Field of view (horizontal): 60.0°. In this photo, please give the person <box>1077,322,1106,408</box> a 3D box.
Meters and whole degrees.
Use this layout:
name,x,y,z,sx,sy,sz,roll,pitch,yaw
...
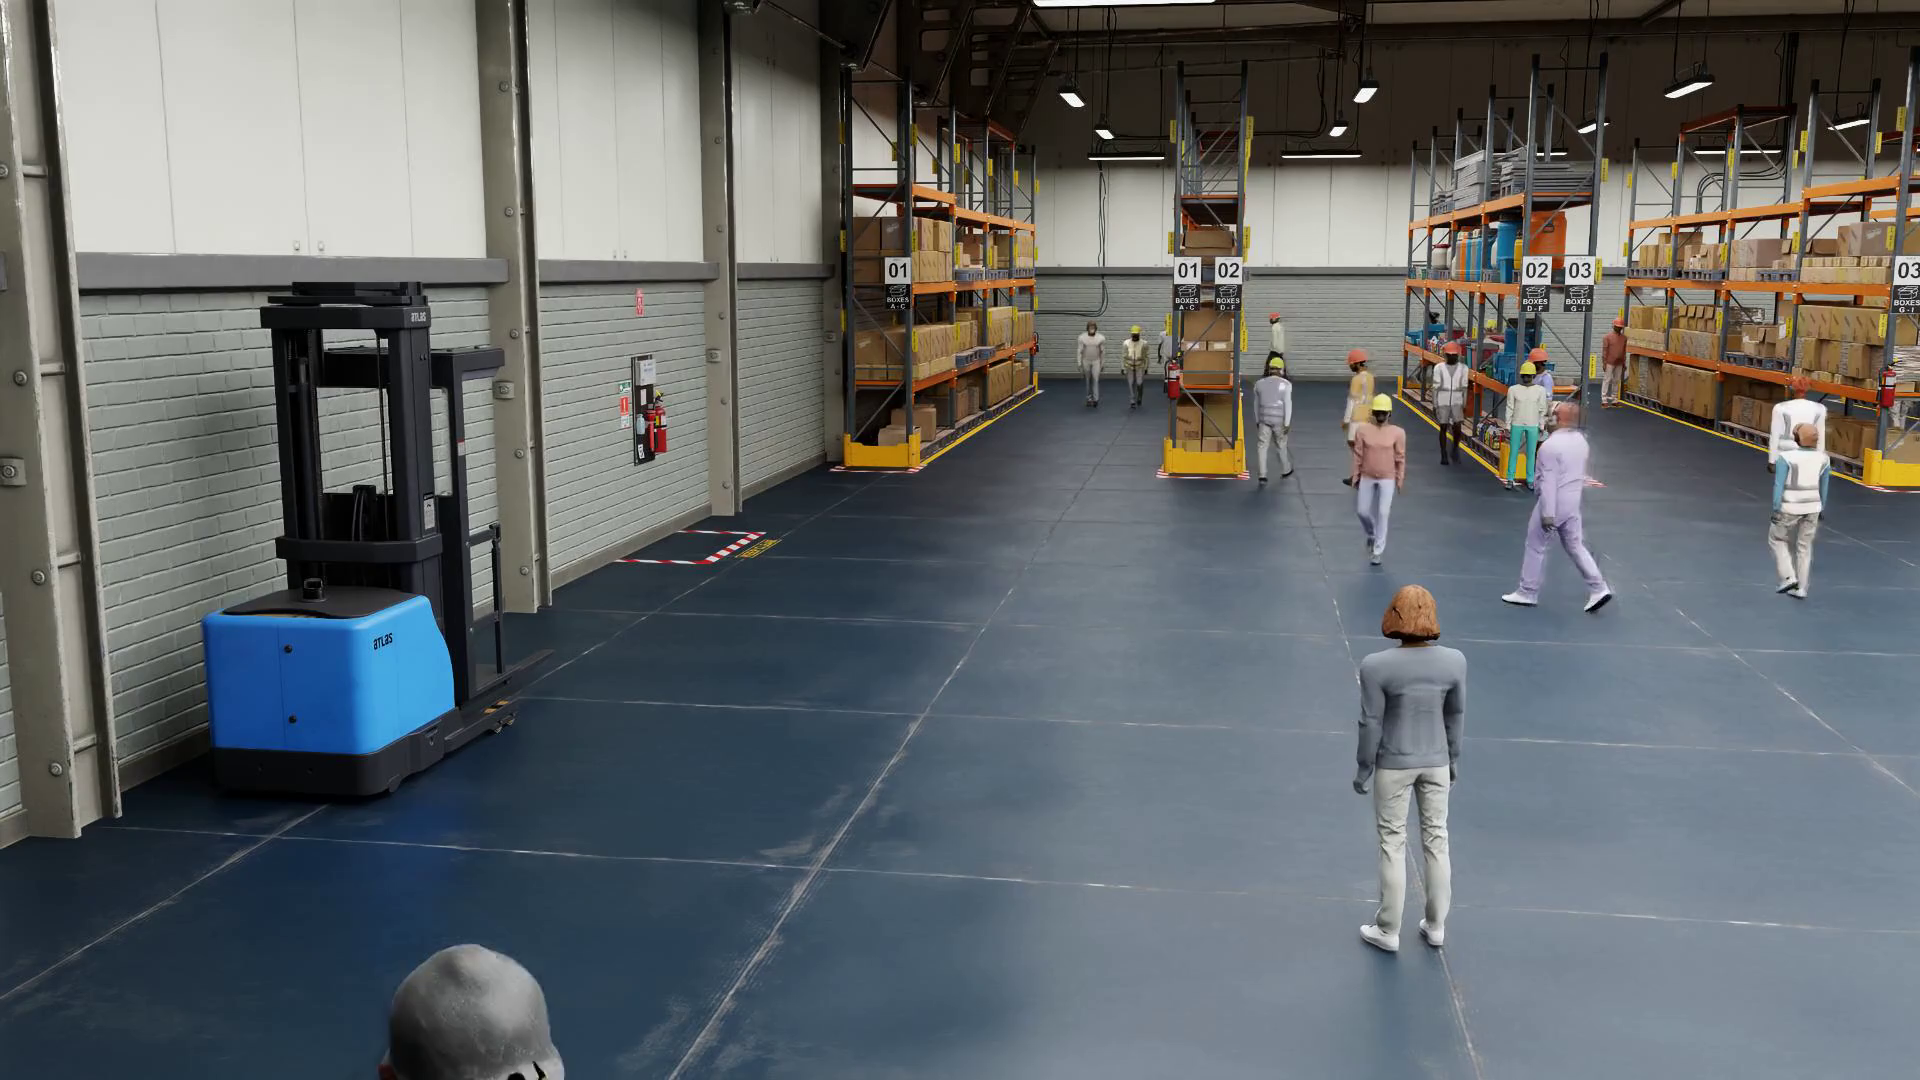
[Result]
name,x,y,z,sx,sy,sz,roll,pitch,yaw
person,2.896,-3.880,36.796,0.632,1.874,1.044,1,9,6

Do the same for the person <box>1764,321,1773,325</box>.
name,x,y,z,sx,sy,sz,roll,pitch,yaw
person,17.245,-3.705,35.590,0.629,1.941,0.447,6,11,31

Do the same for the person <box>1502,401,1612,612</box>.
name,x,y,z,sx,sy,sz,roll,pitch,yaw
person,5.375,-0.306,14.798,0.657,1.872,0.947,-7,12,-38

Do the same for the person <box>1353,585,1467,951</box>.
name,x,y,z,sx,sy,sz,roll,pitch,yaw
person,1.991,1.009,7.389,0.500,1.633,0.286,-1,9,-9

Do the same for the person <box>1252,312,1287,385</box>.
name,x,y,z,sx,sy,sz,roll,pitch,yaw
person,7.995,-4.864,42.630,0.967,1.946,0.655,5,10,27

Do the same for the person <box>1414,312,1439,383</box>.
name,x,y,z,sx,sy,sz,roll,pitch,yaw
person,12.565,-5.139,44.424,0.976,1.928,0.615,-3,10,-16

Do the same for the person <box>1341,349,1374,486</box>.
name,x,y,z,sx,sy,sz,roll,pitch,yaw
person,5.595,-1.729,23.443,0.398,1.913,0.540,6,11,32

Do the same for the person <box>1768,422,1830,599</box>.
name,x,y,z,sx,sy,sz,roll,pitch,yaw
person,7.719,-0.272,15.319,0.537,1.623,0.381,-1,9,-3

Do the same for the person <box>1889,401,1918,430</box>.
name,x,y,z,sx,sy,sz,roll,pitch,yaw
person,16.406,-2.464,28.975,0.564,1.586,0.634,1,9,9

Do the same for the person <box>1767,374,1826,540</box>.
name,x,y,z,sx,sy,sz,roll,pitch,yaw
person,9.314,-0.910,18.521,0.578,1.869,0.581,1,9,7

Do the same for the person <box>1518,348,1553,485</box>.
name,x,y,z,sx,sy,sz,roll,pitch,yaw
person,8.058,-1.707,23.225,0.379,1.931,0.548,0,9,1

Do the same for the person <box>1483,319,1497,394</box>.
name,x,y,z,sx,sy,sz,roll,pitch,yaw
person,13.028,-4.507,40.869,0.495,1.814,0.602,-2,9,-10

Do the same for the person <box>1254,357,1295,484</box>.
name,x,y,z,sx,sy,sz,roll,pitch,yaw
person,4.472,-1.700,23.641,0.614,1.776,0.938,6,11,31

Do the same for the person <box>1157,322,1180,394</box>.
name,x,y,z,sx,sy,sz,roll,pitch,yaw
person,5.122,-4.496,40.789,0.569,1.814,0.901,1,9,5

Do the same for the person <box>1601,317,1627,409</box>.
name,x,y,z,sx,sy,sz,roll,pitch,yaw
person,14.359,-3.880,36.466,0.610,1.985,0.392,-3,10,-16

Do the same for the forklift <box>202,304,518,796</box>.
name,x,y,z,sx,sy,sz,roll,pitch,yaw
forklift,-3.673,-0.038,10.147,1.129,2.768,1.873,1,9,9

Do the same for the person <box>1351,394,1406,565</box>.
name,x,y,z,sx,sy,sz,roll,pitch,yaw
person,4.323,-0.641,17.173,0.545,1.752,0.445,4,10,23

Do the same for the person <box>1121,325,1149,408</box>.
name,x,y,z,sx,sy,sz,roll,pitch,yaw
person,3.824,-3.801,36.493,0.608,1.812,0.472,2,9,10

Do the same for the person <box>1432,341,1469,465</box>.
name,x,y,z,sx,sy,sz,roll,pitch,yaw
person,7.605,-2.120,25.814,0.547,1.916,0.584,2,9,10

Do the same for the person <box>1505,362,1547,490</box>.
name,x,y,z,sx,sy,sz,roll,pitch,yaw
person,7.780,-1.567,22.884,0.528,1.765,0.328,3,10,15
